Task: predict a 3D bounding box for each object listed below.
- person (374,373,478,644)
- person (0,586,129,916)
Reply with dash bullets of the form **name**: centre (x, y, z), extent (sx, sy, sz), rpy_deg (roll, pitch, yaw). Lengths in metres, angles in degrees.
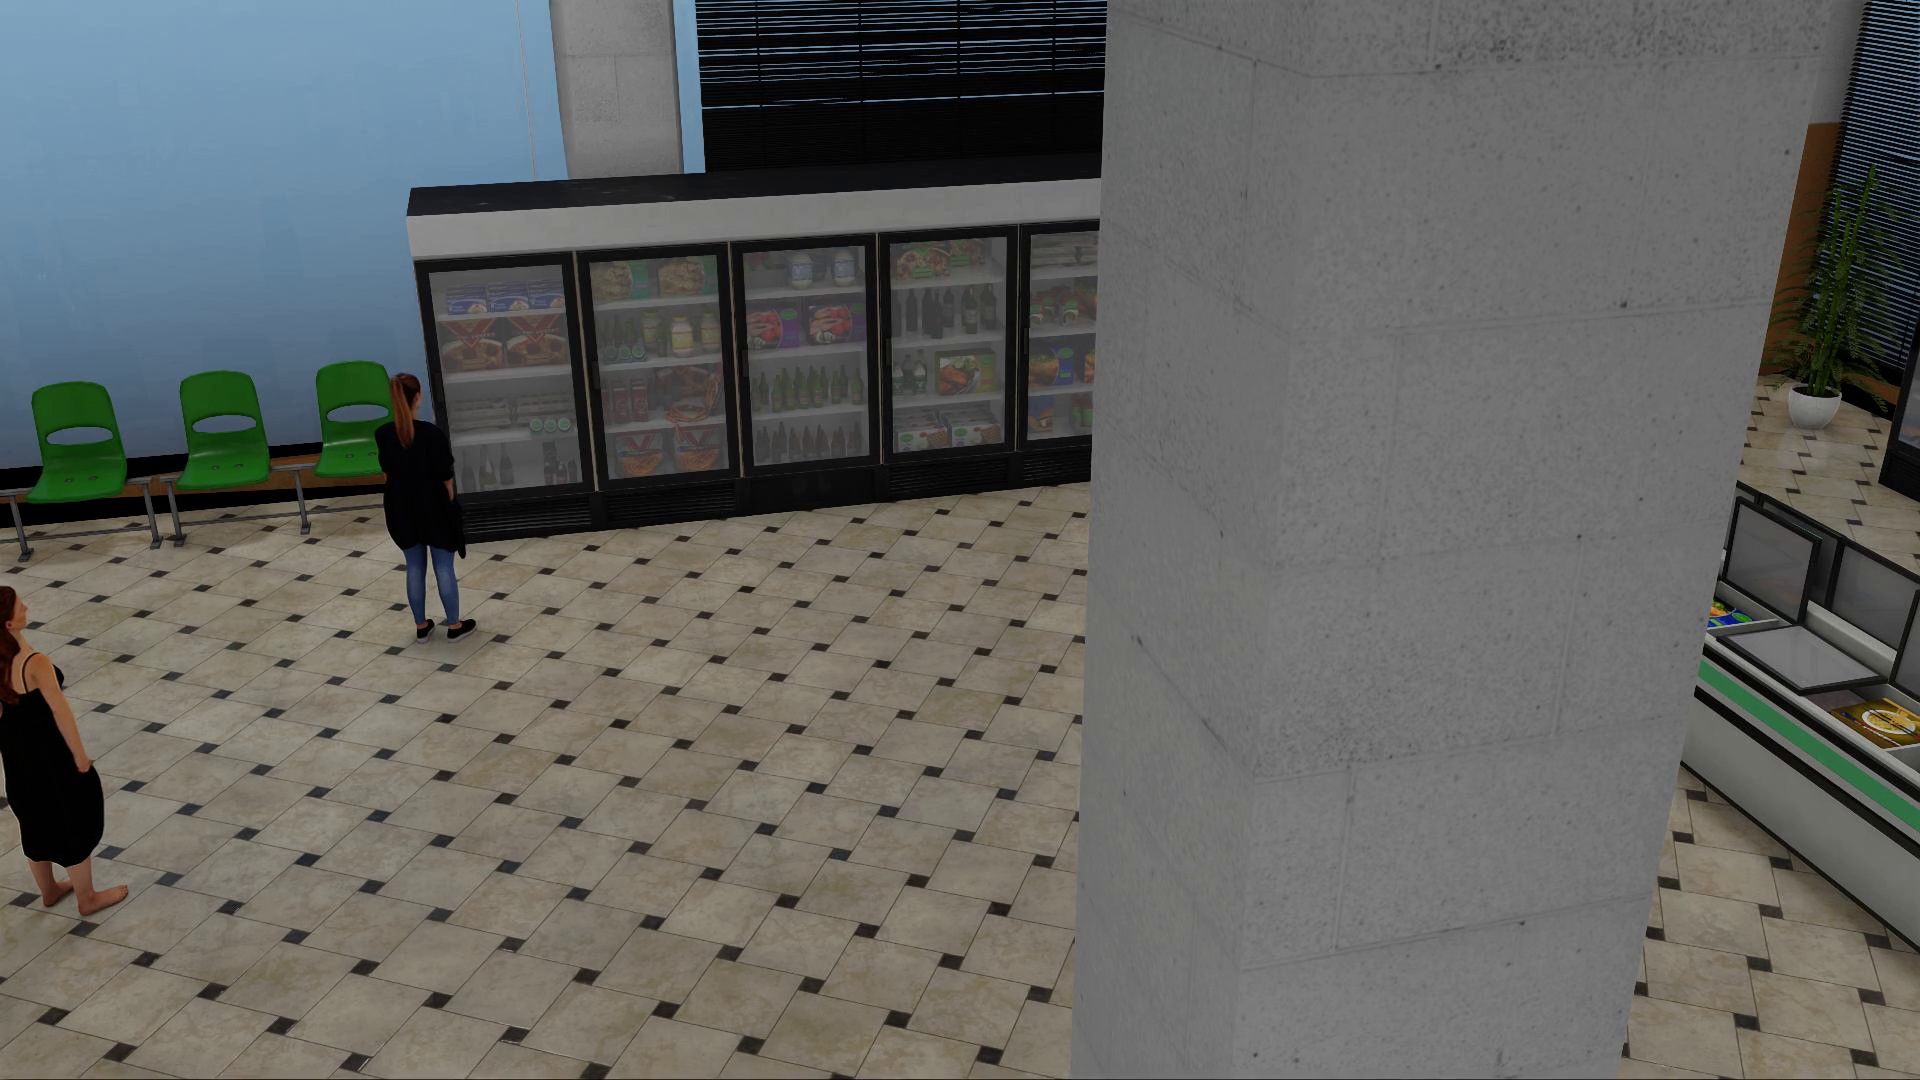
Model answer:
- **person**: centre (-3.205, -0.179, 9.902), extent (0.706, 1.692, 0.691), rpy_deg (3, 24, 7)
- **person**: centre (-4.117, 0.942, 7.423), extent (0.686, 1.625, 0.730), rpy_deg (9, 25, 19)
